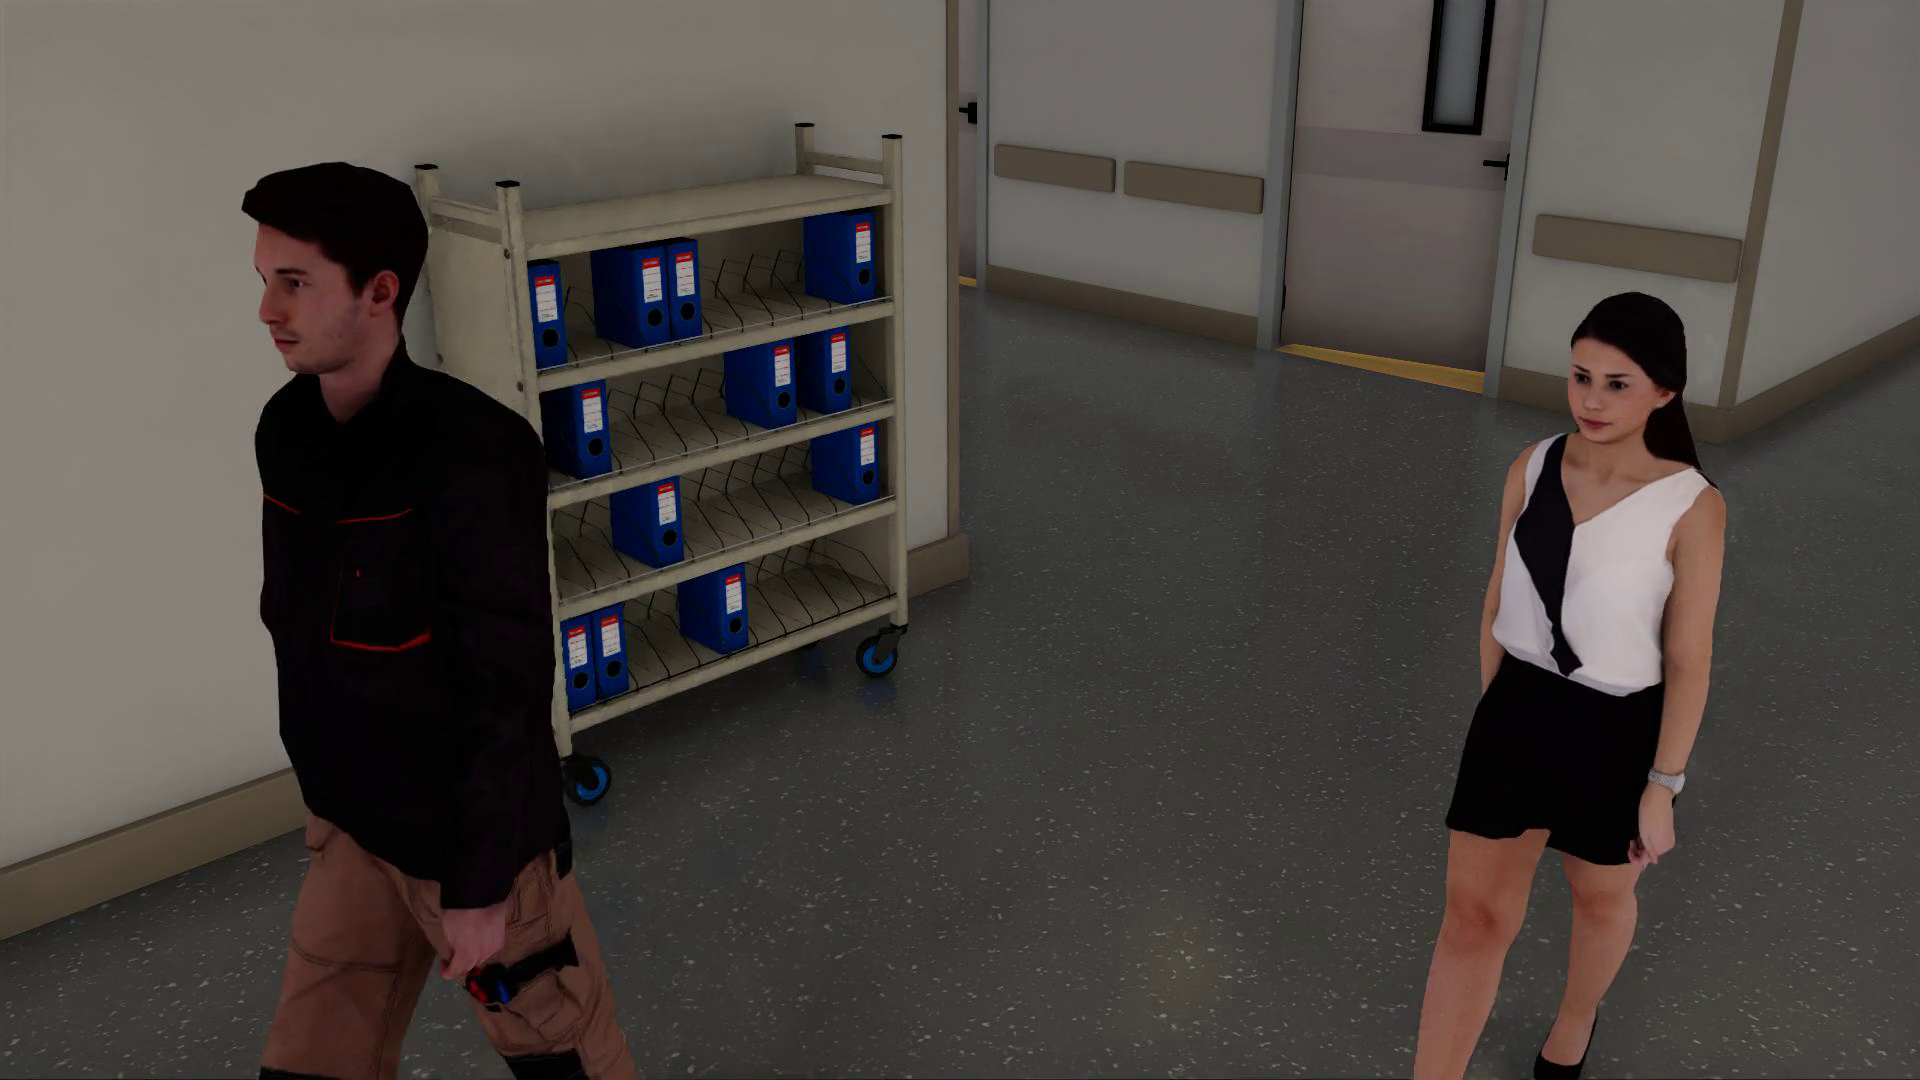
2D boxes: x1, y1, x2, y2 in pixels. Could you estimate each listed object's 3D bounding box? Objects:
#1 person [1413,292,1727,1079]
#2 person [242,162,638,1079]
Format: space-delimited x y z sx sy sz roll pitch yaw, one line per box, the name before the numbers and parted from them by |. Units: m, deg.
person | 1.150 0.368 3.000 0.621 1.613 1.016 16 26 37
person | -0.705 0.414 2.505 0.957 1.879 1.281 10 23 25
